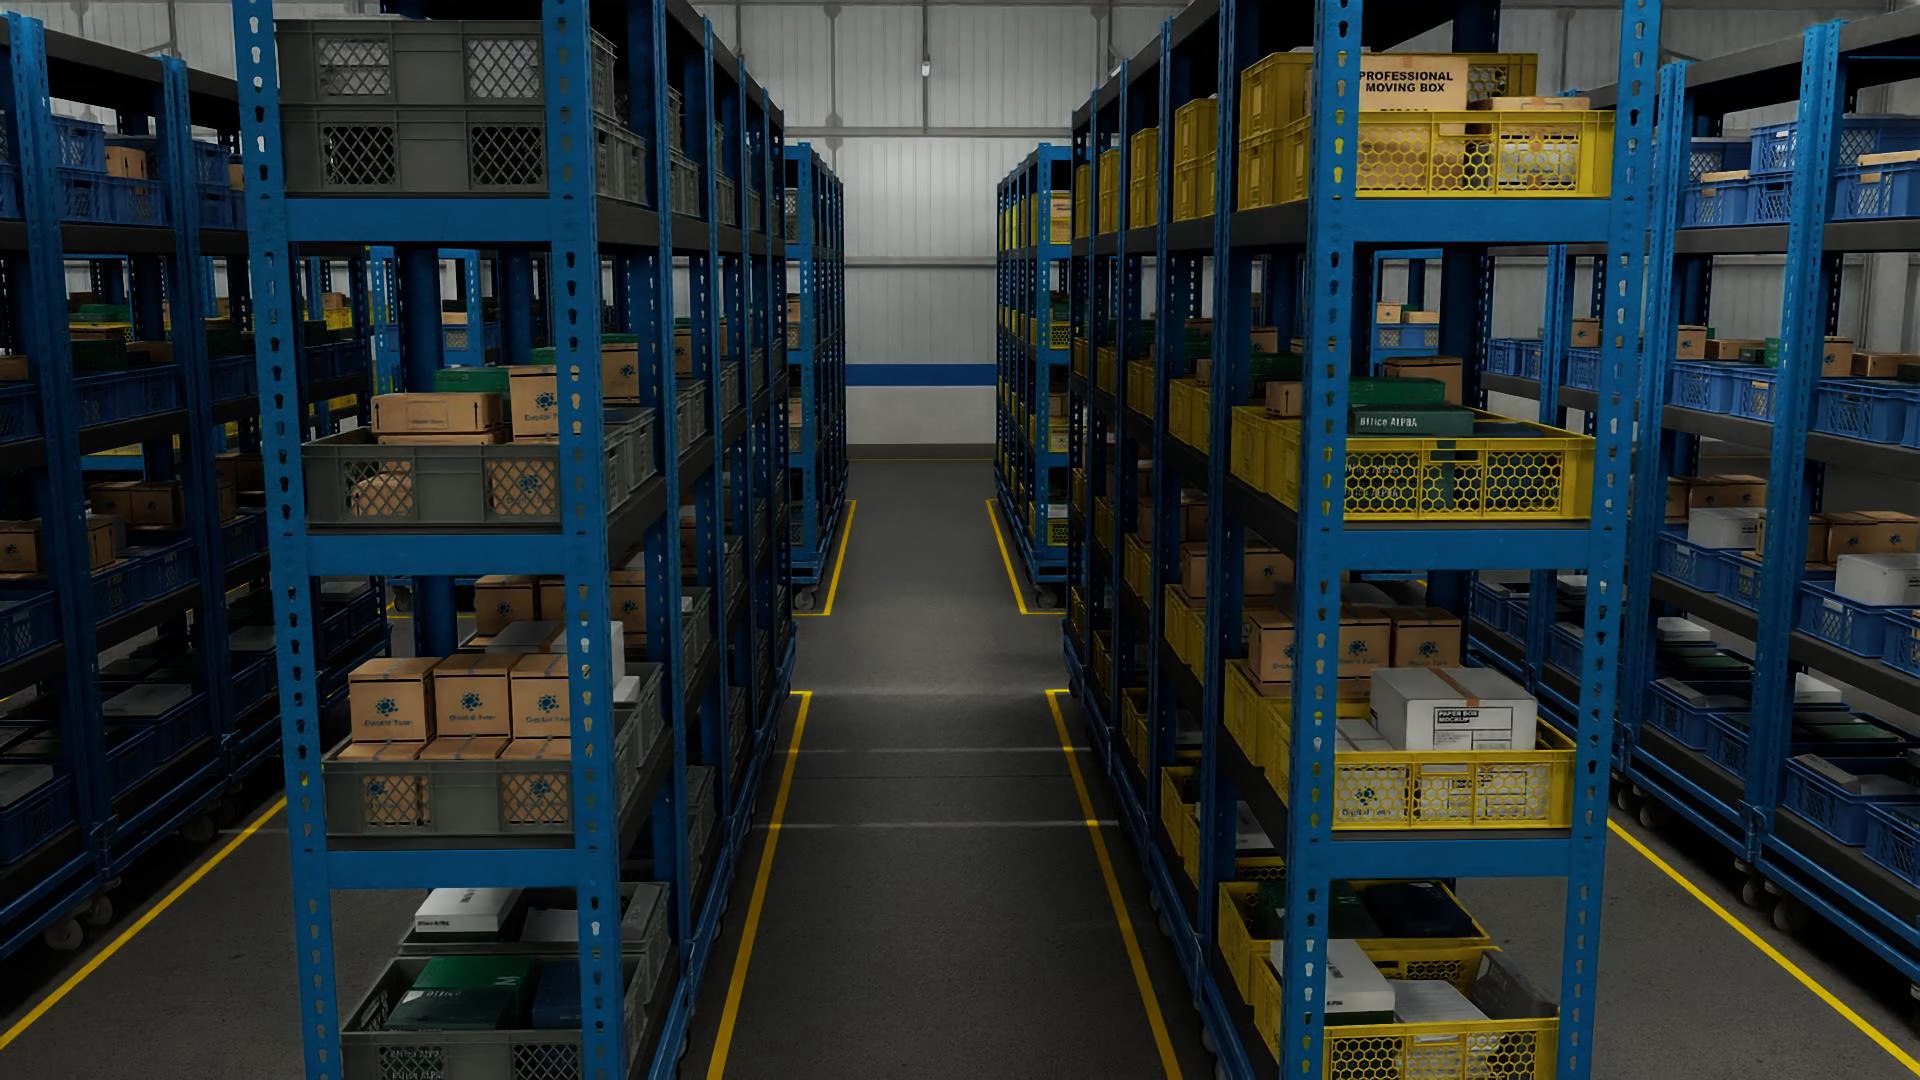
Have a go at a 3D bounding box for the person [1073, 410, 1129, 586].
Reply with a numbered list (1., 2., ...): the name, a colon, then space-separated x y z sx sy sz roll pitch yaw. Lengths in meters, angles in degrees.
1. person: 0.984 -0.059 11.166 0.564 1.839 0.395 7 11 35
